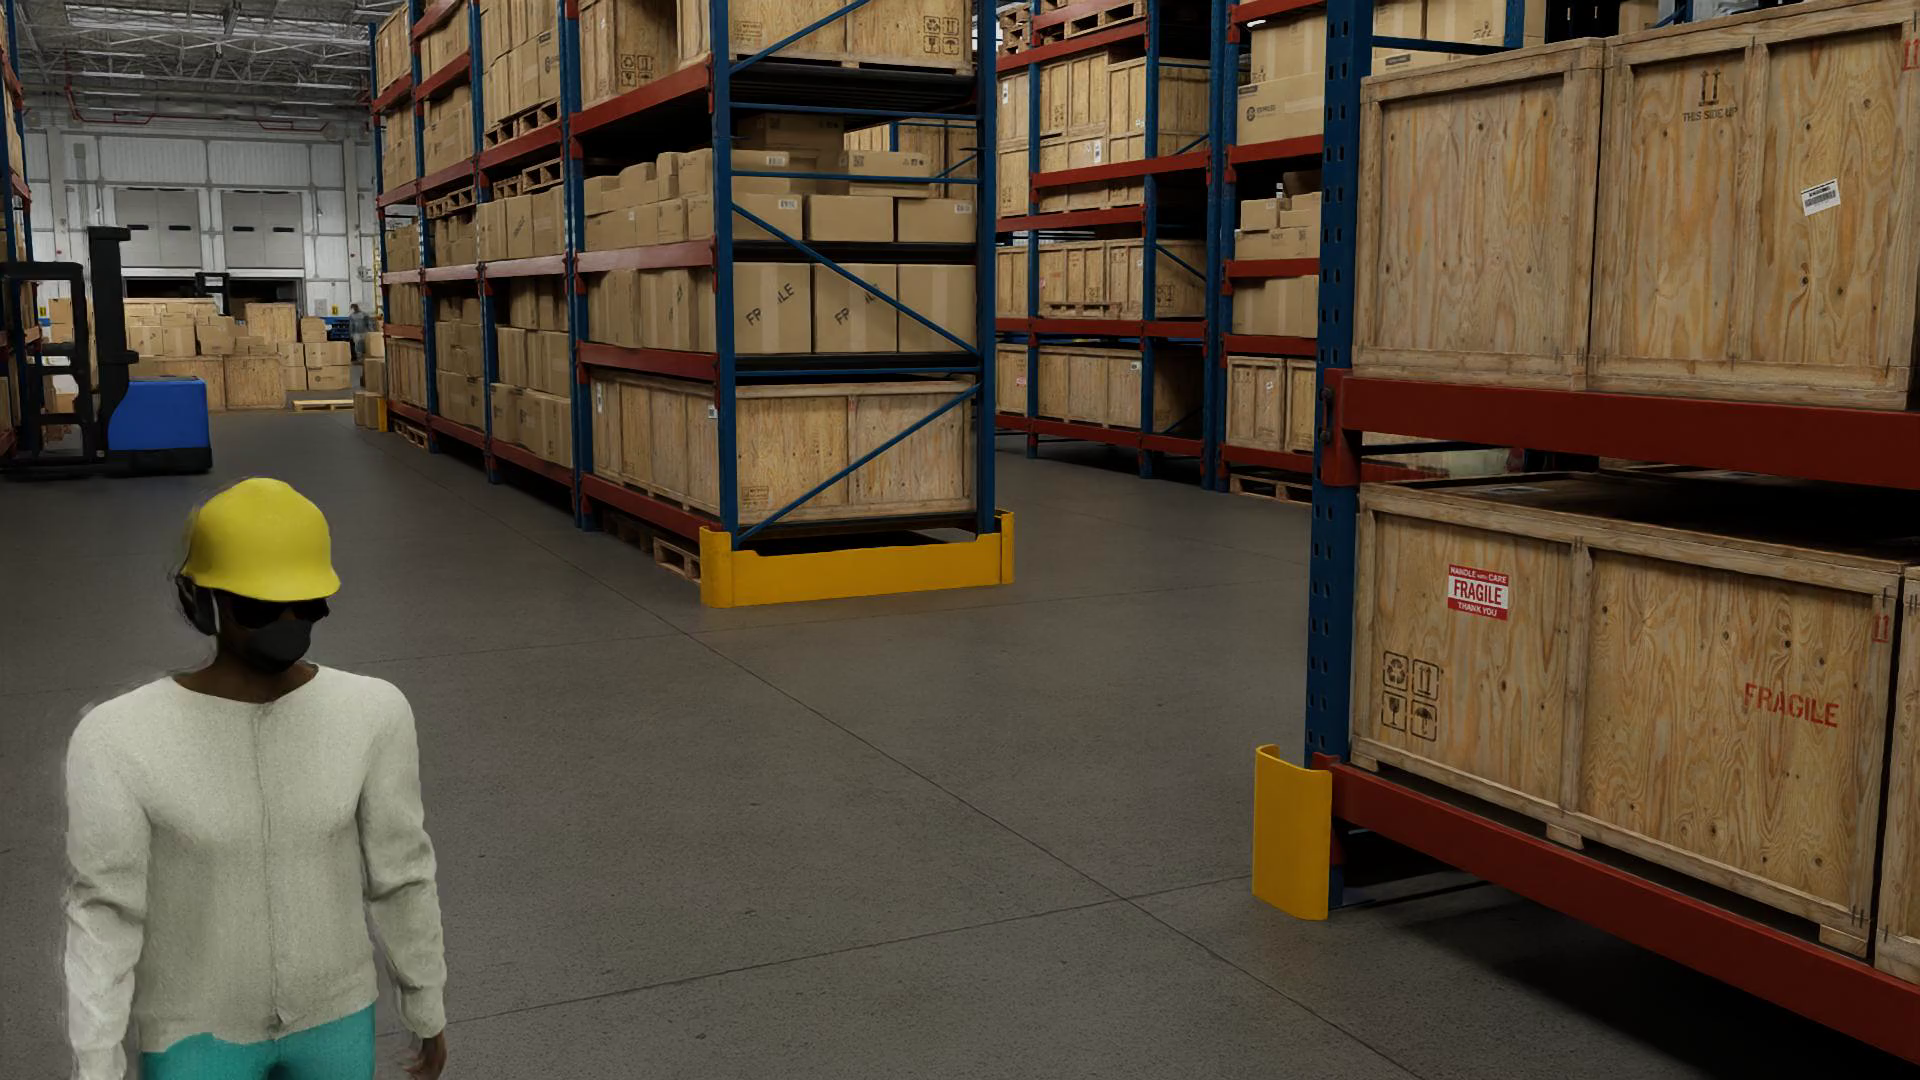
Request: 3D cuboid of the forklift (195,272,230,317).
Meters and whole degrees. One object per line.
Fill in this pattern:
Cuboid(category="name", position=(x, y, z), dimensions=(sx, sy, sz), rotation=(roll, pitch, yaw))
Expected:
Cuboid(category="forklift", position=(-22.784, -6.786, 50.885), dimensions=(1.873, 2.768, 1.129), rotation=(6, 10, 37))

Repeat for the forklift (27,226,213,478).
Cuboid(category="forklift", position=(-9.693, -2.171, 19.061), dimensions=(1.873, 2.768, 1.129), rotation=(-4, 9, -26))

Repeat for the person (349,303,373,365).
Cuboid(category="person", position=(-18.099, -6.217, 50.377), dimensions=(0.765, 1.897, 0.376), rotation=(0, 8, -1))

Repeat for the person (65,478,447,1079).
Cuboid(category="person", position=(-1.076, 0.773, 2.618), dimensions=(0.556, 1.748, 0.424), rotation=(-7, 11, -41))

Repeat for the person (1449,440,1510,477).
Cuboid(category="person", position=(3.102, -0.404, 9.948), dimensions=(0.467, 1.981, 0.641), rotation=(0, 8, 1))

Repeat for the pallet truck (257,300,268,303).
Cuboid(category="pallet truck", position=(-23.913, -7.404, 58.171), dimensions=(1.885, 1.965, 0.823), rotation=(-1, 8, -9))

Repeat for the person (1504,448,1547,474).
Cuboid(category="person", position=(3.892, -0.479, 11.047), dimensions=(0.810, 1.815, 0.634), rotation=(-3, 9, -17))
